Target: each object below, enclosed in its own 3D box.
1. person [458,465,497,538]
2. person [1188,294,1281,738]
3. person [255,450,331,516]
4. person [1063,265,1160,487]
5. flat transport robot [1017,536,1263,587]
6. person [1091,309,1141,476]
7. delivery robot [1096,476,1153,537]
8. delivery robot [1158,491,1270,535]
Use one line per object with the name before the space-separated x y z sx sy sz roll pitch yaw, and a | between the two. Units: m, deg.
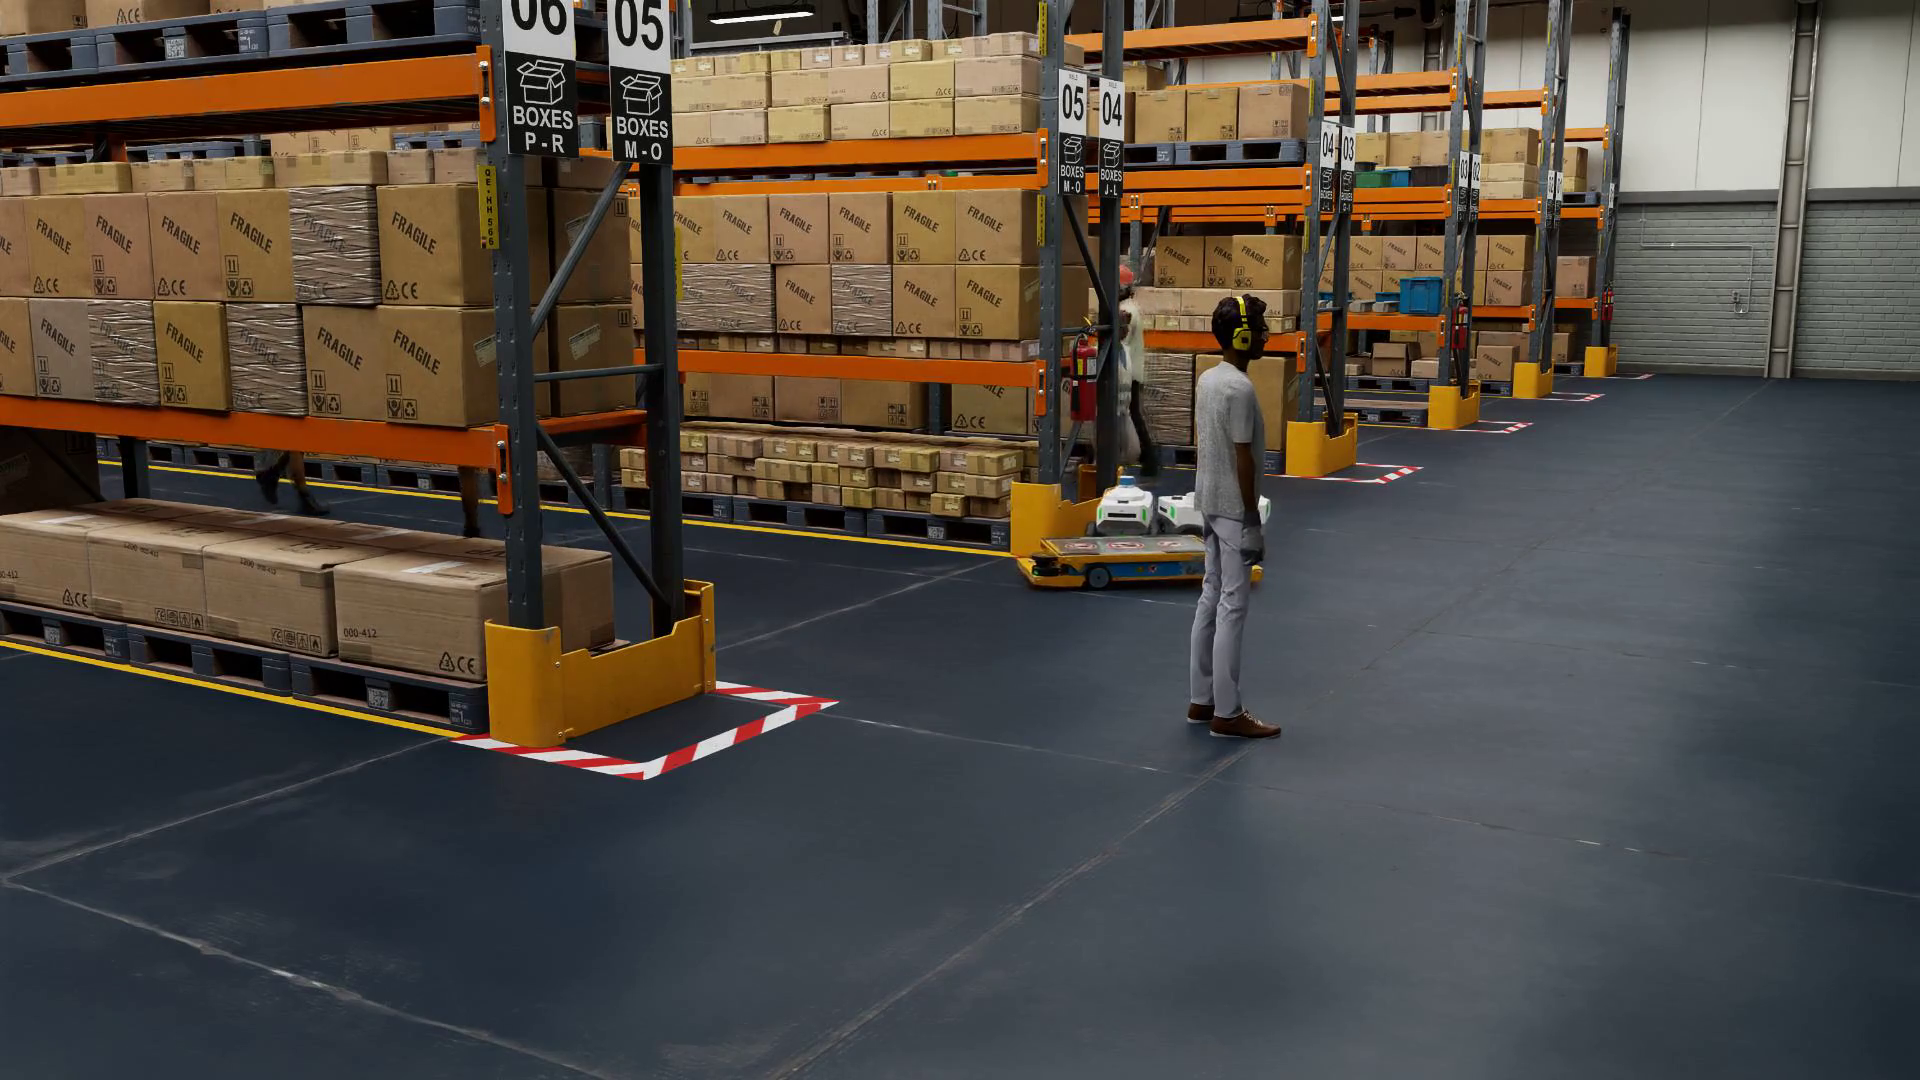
person | -3.221 -0.849 11.331 0.692 1.917 0.559 7 12 36
person | 1.163 -0.099 7.065 0.329 1.873 0.512 -2 10 -14
person | -5.320 -1.153 13.102 0.782 1.920 0.542 5 11 25
person | 1.341 -1.433 14.654 0.938 1.945 0.643 1 10 4
flat transport robot | 1.114 0.122 10.446 1.431 0.197 0.652 -1 10 -8
person | 1.177 -0.955 12.782 0.369 1.628 0.528 8 13 39
delivery robot | 1.109 -0.189 11.159 0.477 0.478 0.707 2 10 9
delivery robot | 1.698 -0.181 11.112 0.707 0.478 0.477 -1 10 -9
